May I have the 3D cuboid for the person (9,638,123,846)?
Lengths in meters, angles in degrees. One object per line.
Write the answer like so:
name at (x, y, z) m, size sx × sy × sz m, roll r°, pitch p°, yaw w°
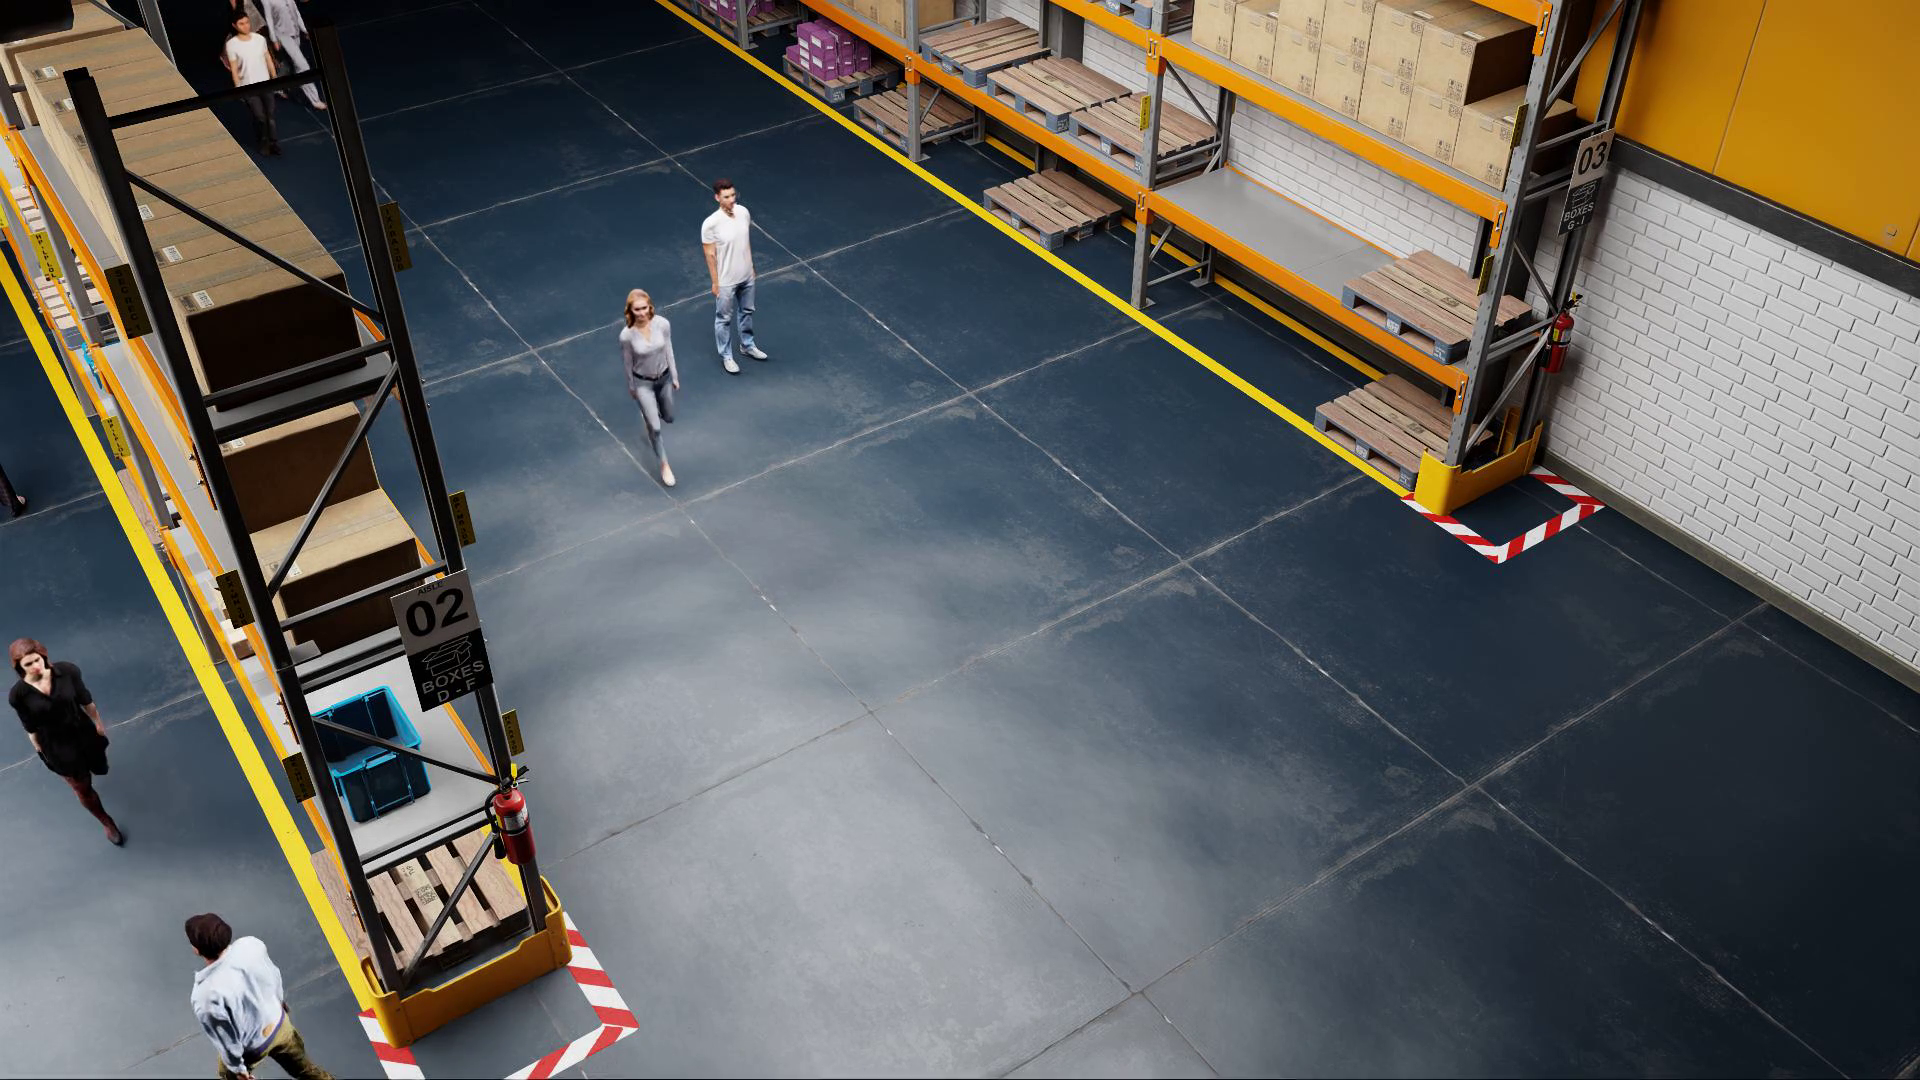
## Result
person at (-5.783, 1.249, 10.734) m, size 0.662 × 1.689 × 0.891 m, roll -30°, pitch 47°, yaw -32°

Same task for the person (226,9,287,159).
person at (-7.967, -5.153, 18.728) m, size 0.689 × 1.717 × 0.707 m, roll 29°, pitch 47°, yaw 31°

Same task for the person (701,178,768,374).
person at (-2.082, -2.445, 15.218) m, size 0.705 × 1.866 × 0.615 m, roll -31°, pitch 48°, yaw -33°

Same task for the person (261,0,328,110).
person at (-8.075, -6.009, 19.785) m, size 1.154 × 1.737 × 0.995 m, roll 12°, pitch 40°, yaw 15°

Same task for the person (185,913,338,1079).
person at (-3.688, 2.664, 8.895) m, size 1.272 × 1.773 × 1.143 m, roll 11°, pitch 40°, yaw 14°

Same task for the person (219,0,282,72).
person at (-8.959, -6.552, 20.482) m, size 1.146 × 1.715 × 1.106 m, roll 6°, pitch 39°, yaw 7°

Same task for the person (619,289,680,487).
person at (-2.594, -1.343, 13.905) m, size 0.684 × 1.783 × 0.993 m, roll -17°, pitch 42°, yaw -20°
